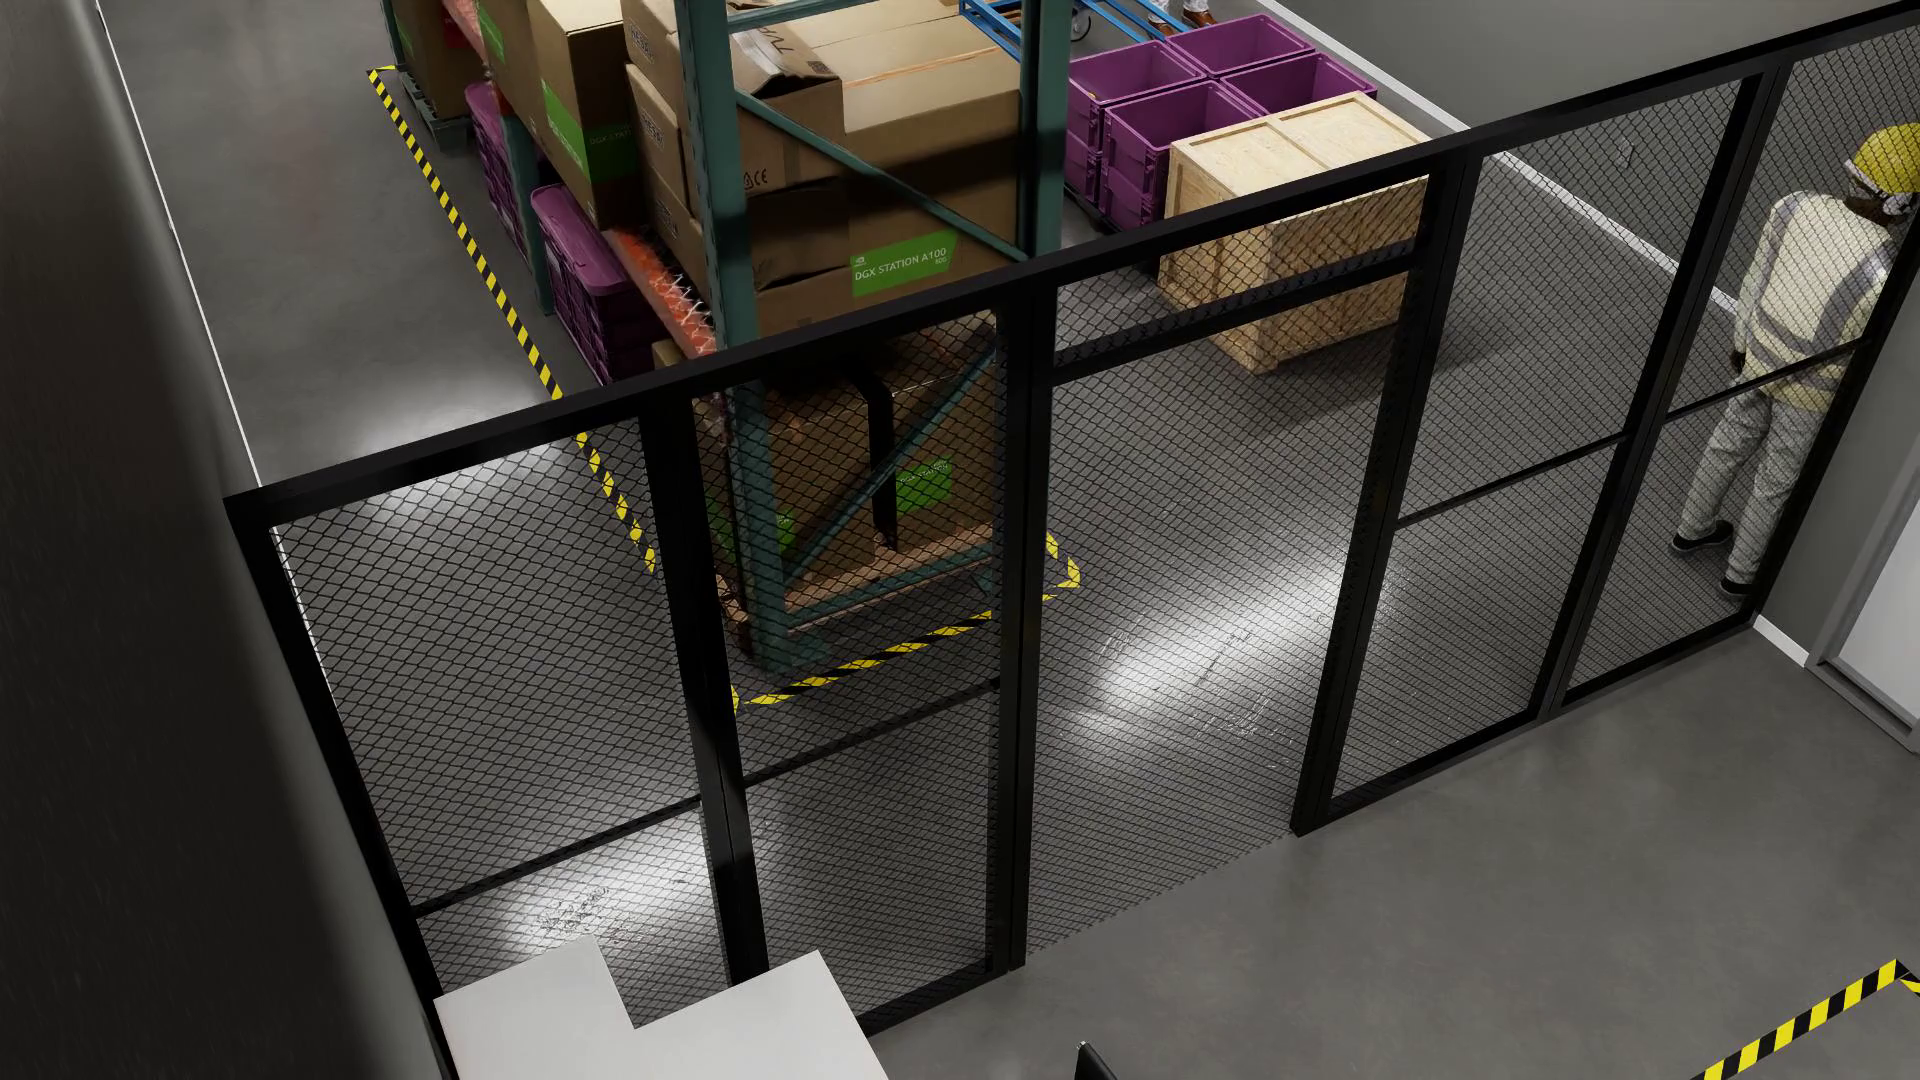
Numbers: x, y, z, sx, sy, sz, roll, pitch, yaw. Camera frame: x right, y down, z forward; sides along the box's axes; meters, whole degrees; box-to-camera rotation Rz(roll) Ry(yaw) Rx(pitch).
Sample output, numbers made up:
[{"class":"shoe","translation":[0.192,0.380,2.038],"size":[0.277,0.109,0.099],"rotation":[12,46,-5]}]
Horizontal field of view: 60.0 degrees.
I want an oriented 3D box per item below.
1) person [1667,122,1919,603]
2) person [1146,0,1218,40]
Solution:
[{"class":"person","translation":[2.872,-0.577,5.655],"size":[0.404,1.829,0.600],"rotation":[-14,44,-15]},{"class":"person","translation":[1.286,-3.621,8.906],"size":[0.634,1.937,0.355],"rotation":[-22,47,-22]}]
